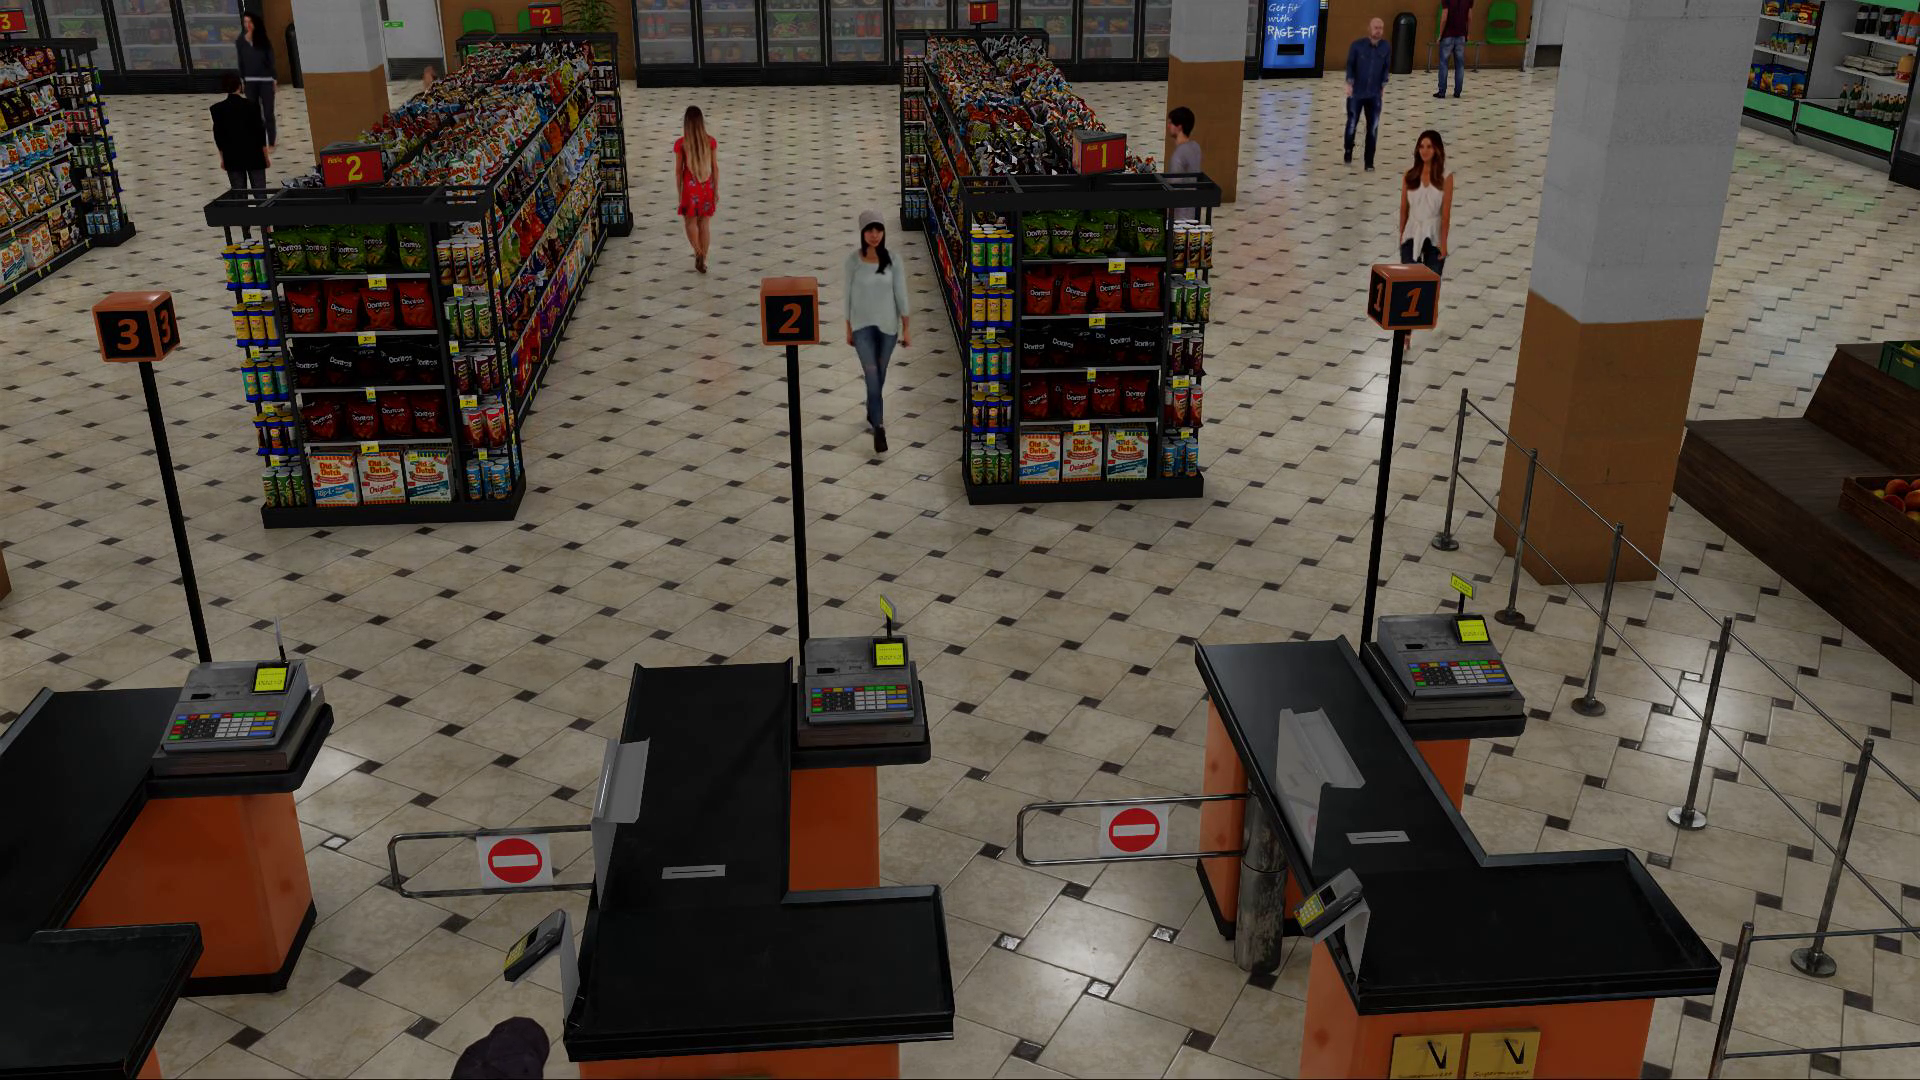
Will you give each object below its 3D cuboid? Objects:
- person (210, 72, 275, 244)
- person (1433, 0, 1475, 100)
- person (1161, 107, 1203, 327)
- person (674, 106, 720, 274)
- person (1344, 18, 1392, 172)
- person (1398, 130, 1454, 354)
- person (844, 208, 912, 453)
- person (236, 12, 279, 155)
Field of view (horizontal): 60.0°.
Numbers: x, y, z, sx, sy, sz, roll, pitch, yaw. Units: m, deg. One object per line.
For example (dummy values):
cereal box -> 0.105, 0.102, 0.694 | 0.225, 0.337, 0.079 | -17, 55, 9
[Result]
person -> -7.211, -3.829, 16.753 | 0.679, 1.719, 0.620 | -6, 24, -14
person -> 7.573, -7.730, 25.499 | 0.650, 1.854, 0.547 | -1, 24, -3
person -> 1.870, -2.741, 14.116 | 0.787, 1.839, 0.663 | 11, 26, 24
person -> -2.448, -3.241, 15.585 | 0.679, 1.578, 0.876 | -7, 25, -16
person -> 4.928, -5.437, 20.353 | 0.828, 1.778, 1.235 | 1, 24, 3
person -> 3.784, -2.416, 13.461 | 0.899, 1.768, 1.052 | 12, 26, 26
person -> -0.591, -1.476, 11.522 | 0.644, 1.601, 1.138 | -4, 24, -8
person -> -8.995, -5.884, 21.395 | 0.633, 1.763, 0.696 | -3, 24, -6
